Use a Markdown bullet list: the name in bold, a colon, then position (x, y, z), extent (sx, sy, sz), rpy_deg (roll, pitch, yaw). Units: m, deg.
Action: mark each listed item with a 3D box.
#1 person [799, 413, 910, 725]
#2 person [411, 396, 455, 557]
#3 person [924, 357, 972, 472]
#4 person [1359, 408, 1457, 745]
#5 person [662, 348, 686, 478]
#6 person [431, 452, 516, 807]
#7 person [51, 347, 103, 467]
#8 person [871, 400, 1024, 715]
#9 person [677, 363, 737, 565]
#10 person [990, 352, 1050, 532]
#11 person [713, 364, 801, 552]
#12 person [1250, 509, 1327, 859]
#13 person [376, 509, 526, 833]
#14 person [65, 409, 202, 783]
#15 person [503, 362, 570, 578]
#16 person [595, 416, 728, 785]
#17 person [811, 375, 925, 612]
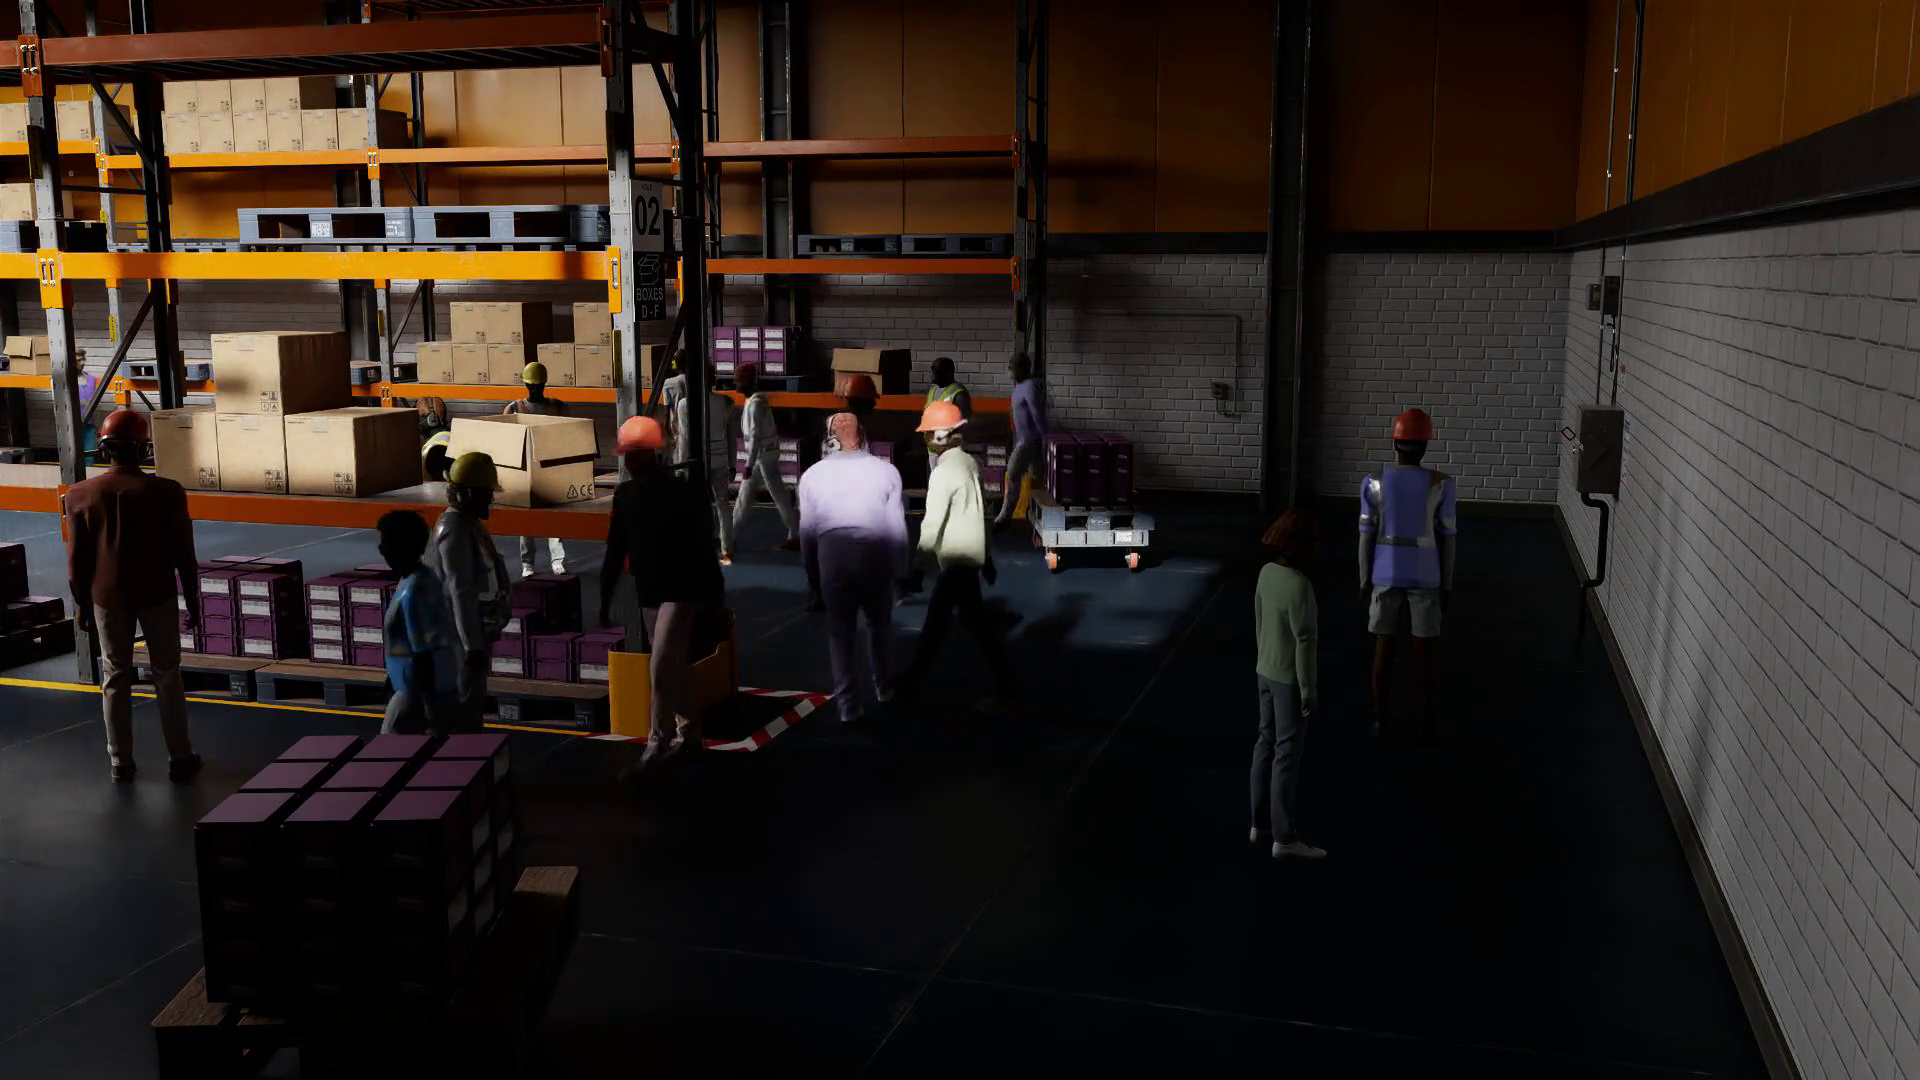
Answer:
- **person**: position (-0.623, 0.149, 10.197), extent (0.685, 1.862, 0.877), rpy_deg (1, 9, 4)
- **person**: position (-3.731, -0.117, 11.916), extent (0.429, 1.836, 0.625), rpy_deg (-2, 10, -15)
- **person**: position (-0.155, -0.926, 16.818), extent (0.429, 1.839, 0.634), rpy_deg (-6, 11, -34)
- **person**: position (2.569, 0.212, 9.581), extent (0.542, 1.939, 0.369), rpy_deg (4, 10, 21)
- **person**: position (-2.990, -1.152, 18.106), extent (0.528, 1.869, 0.312), rpy_deg (-5, 10, -26)
- **person**: position (-2.460, 0.463, 8.408), extent (0.404, 1.821, 0.587), rpy_deg (-3, 10, -16)
- **person**: position (-10.028, -1.282, 18.985), extent (0.434, 1.846, 0.620), rpy_deg (4, 10, 20)
- **person**: position (-0.070, 0.113, 10.229), extent (1.055, 1.935, 0.609), rpy_deg (3, 10, 16)
- **person**: position (-2.311, -0.690, 15.248), extent (0.581, 1.882, 0.339), rpy_deg (-6, 11, -32)
- **person**: position (0.789, -1.019, 17.313), extent (1.061, 1.886, 0.645), rpy_deg (-1, 9, -7)
- **person**: position (-1.956, -0.772, 15.929), extent (0.980, 1.818, 0.590), rpy_deg (-3, 10, -17)
- **person**: position (1.530, 0.662, 7.767), extent (0.288, 1.633, 0.497), rpy_deg (-2, 10, -14)
- **person**: position (-2.466, 0.664, 7.723), extent (0.857, 1.647, 0.521), rpy_deg (-2, 9, -10)
- **person**: position (-4.395, 0.299, 8.882), extent (0.622, 1.991, 0.394), rpy_deg (-3, 10, -15)
- **person**: position (-3.717, -0.617, 14.714), extent (0.581, 1.919, 0.393), rpy_deg (-4, 10, -24)
- **person**: position (-1.649, 0.319, 8.883), extent (0.688, 1.952, 0.900), rpy_deg (7, 11, 36)
- **person**: position (-0.754, -0.352, 13.155), extent (0.960, 1.889, 0.568), rpy_deg (0, 9, -1)
